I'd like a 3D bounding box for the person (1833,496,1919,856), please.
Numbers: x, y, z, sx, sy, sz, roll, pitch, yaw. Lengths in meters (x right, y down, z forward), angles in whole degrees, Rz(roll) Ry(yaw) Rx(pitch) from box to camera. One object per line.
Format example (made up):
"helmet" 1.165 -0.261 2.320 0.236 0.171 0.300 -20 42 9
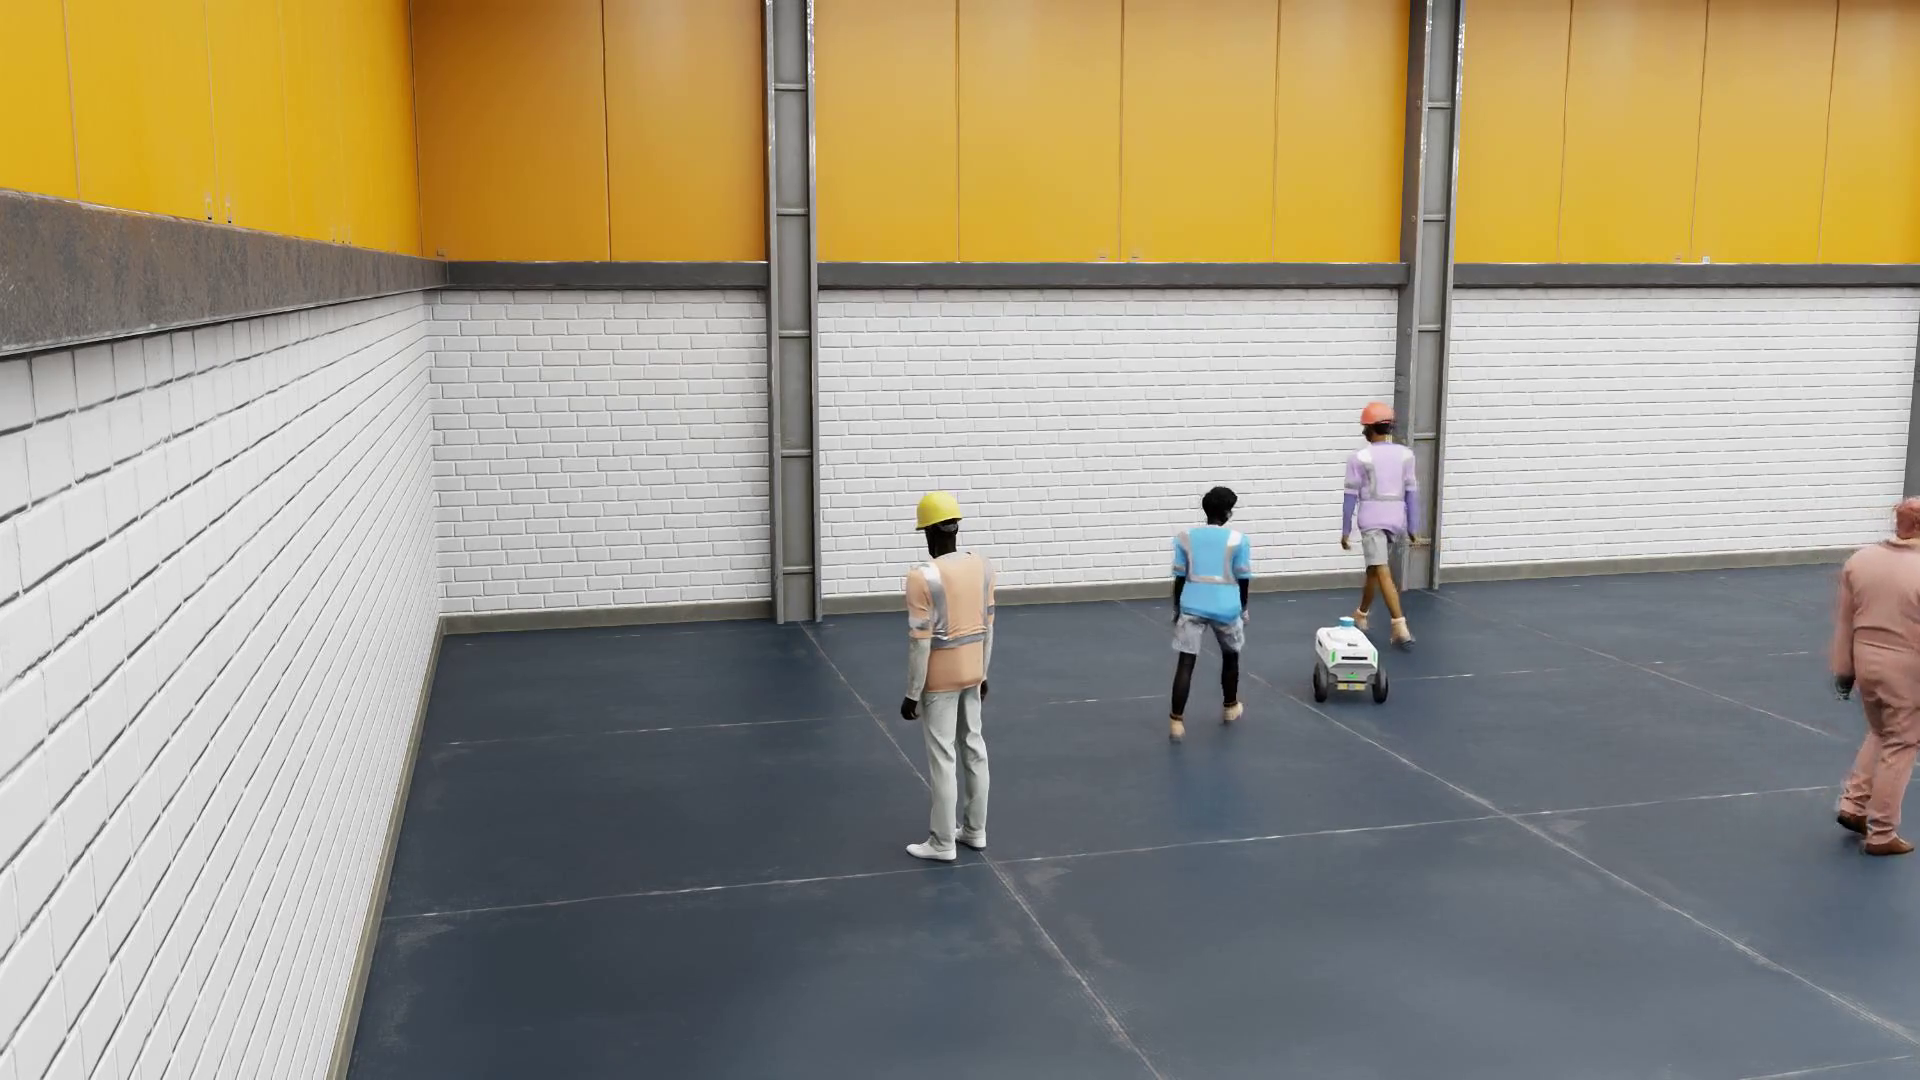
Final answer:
"person" 4.899 0.711 8.649 0.450 1.891 0.641 -3 10 -20

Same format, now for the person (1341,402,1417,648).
"person" 3.474 -0.136 13.676 0.617 1.988 1.092 -3 10 -19

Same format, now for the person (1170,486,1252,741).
"person" 1.665 0.469 10.951 0.543 1.623 0.888 4 10 25

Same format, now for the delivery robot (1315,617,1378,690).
"delivery robot" 2.775 0.800 11.960 0.477 0.478 0.707 0 9 3

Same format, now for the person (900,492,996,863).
"person" -0.073 0.707 8.597 0.585 1.916 0.387 -9 13 -44
